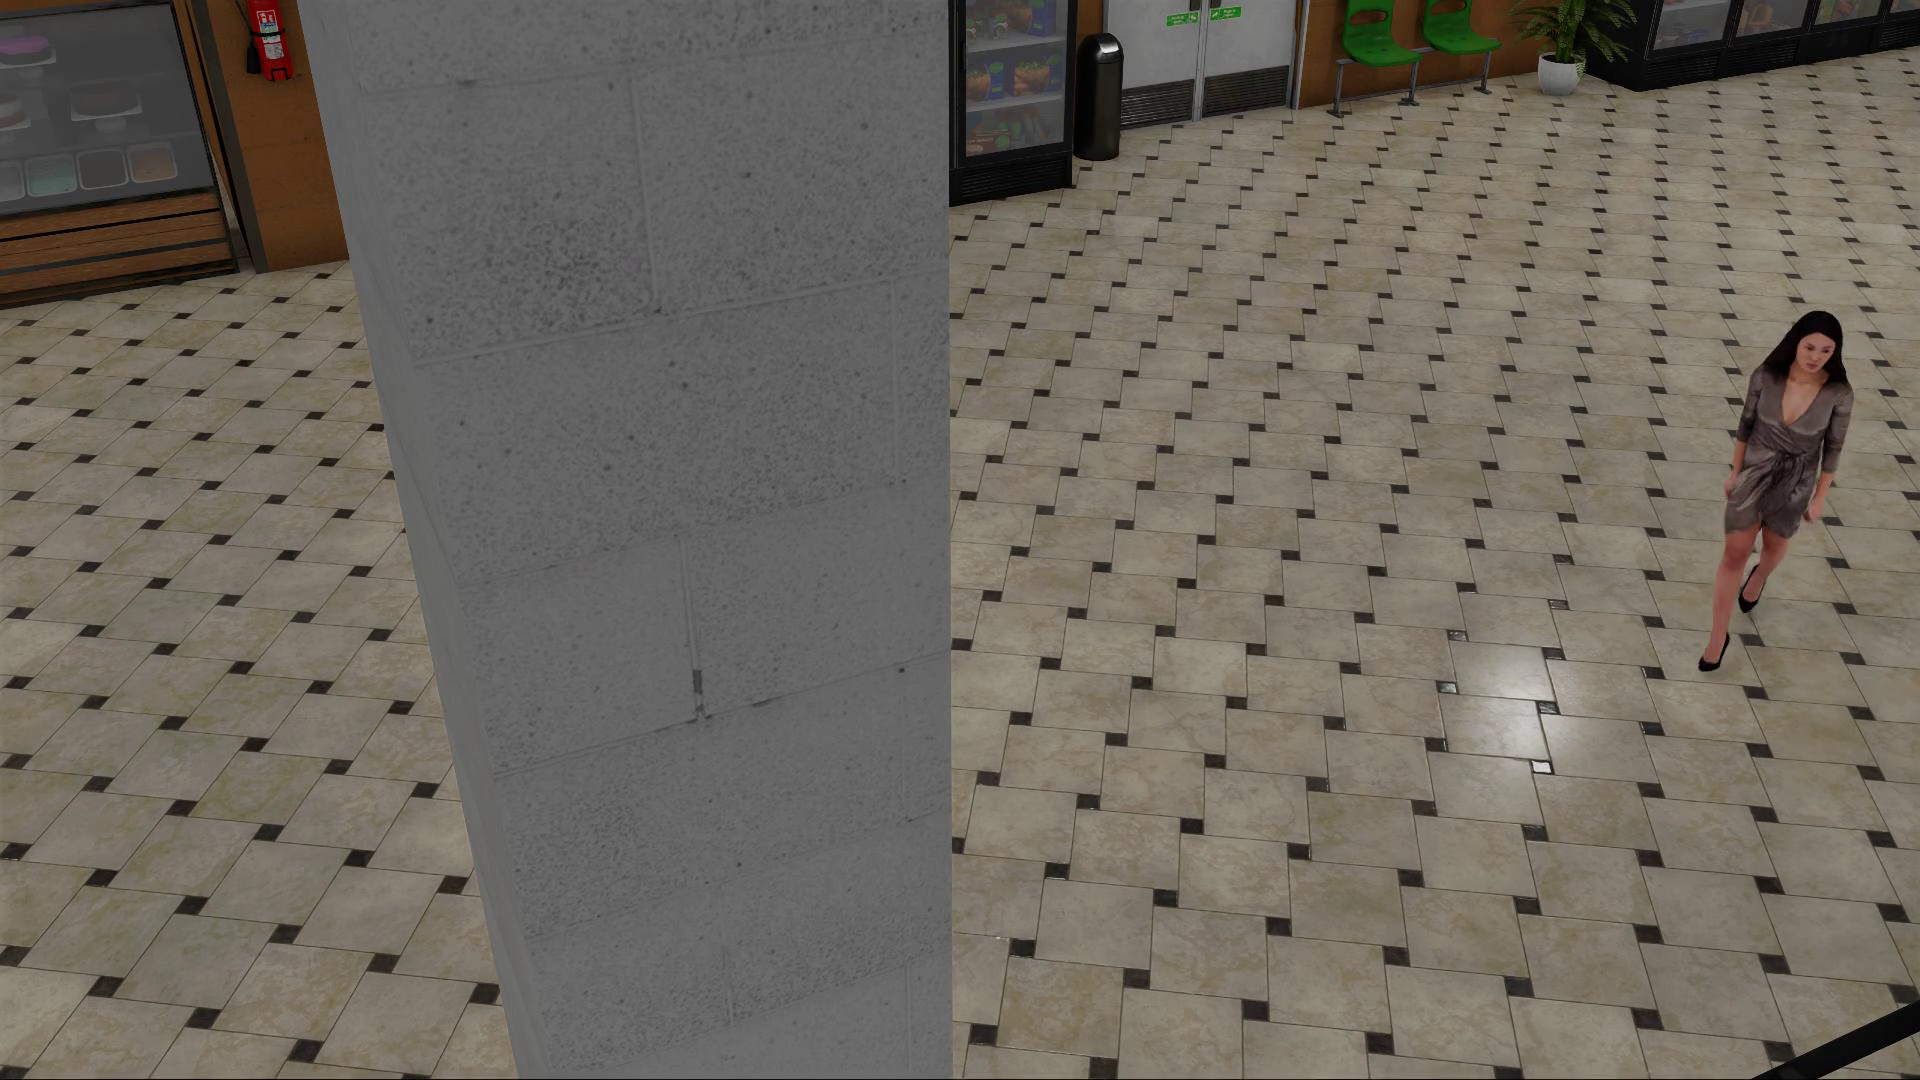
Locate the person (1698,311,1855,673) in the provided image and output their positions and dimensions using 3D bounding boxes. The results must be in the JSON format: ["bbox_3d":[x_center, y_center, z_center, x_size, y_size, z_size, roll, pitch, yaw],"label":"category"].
[{"bbox_3d":[3.702,-0.271,7.538,1.082,1.702,1.027,18,36,27],"label":"person"}]
